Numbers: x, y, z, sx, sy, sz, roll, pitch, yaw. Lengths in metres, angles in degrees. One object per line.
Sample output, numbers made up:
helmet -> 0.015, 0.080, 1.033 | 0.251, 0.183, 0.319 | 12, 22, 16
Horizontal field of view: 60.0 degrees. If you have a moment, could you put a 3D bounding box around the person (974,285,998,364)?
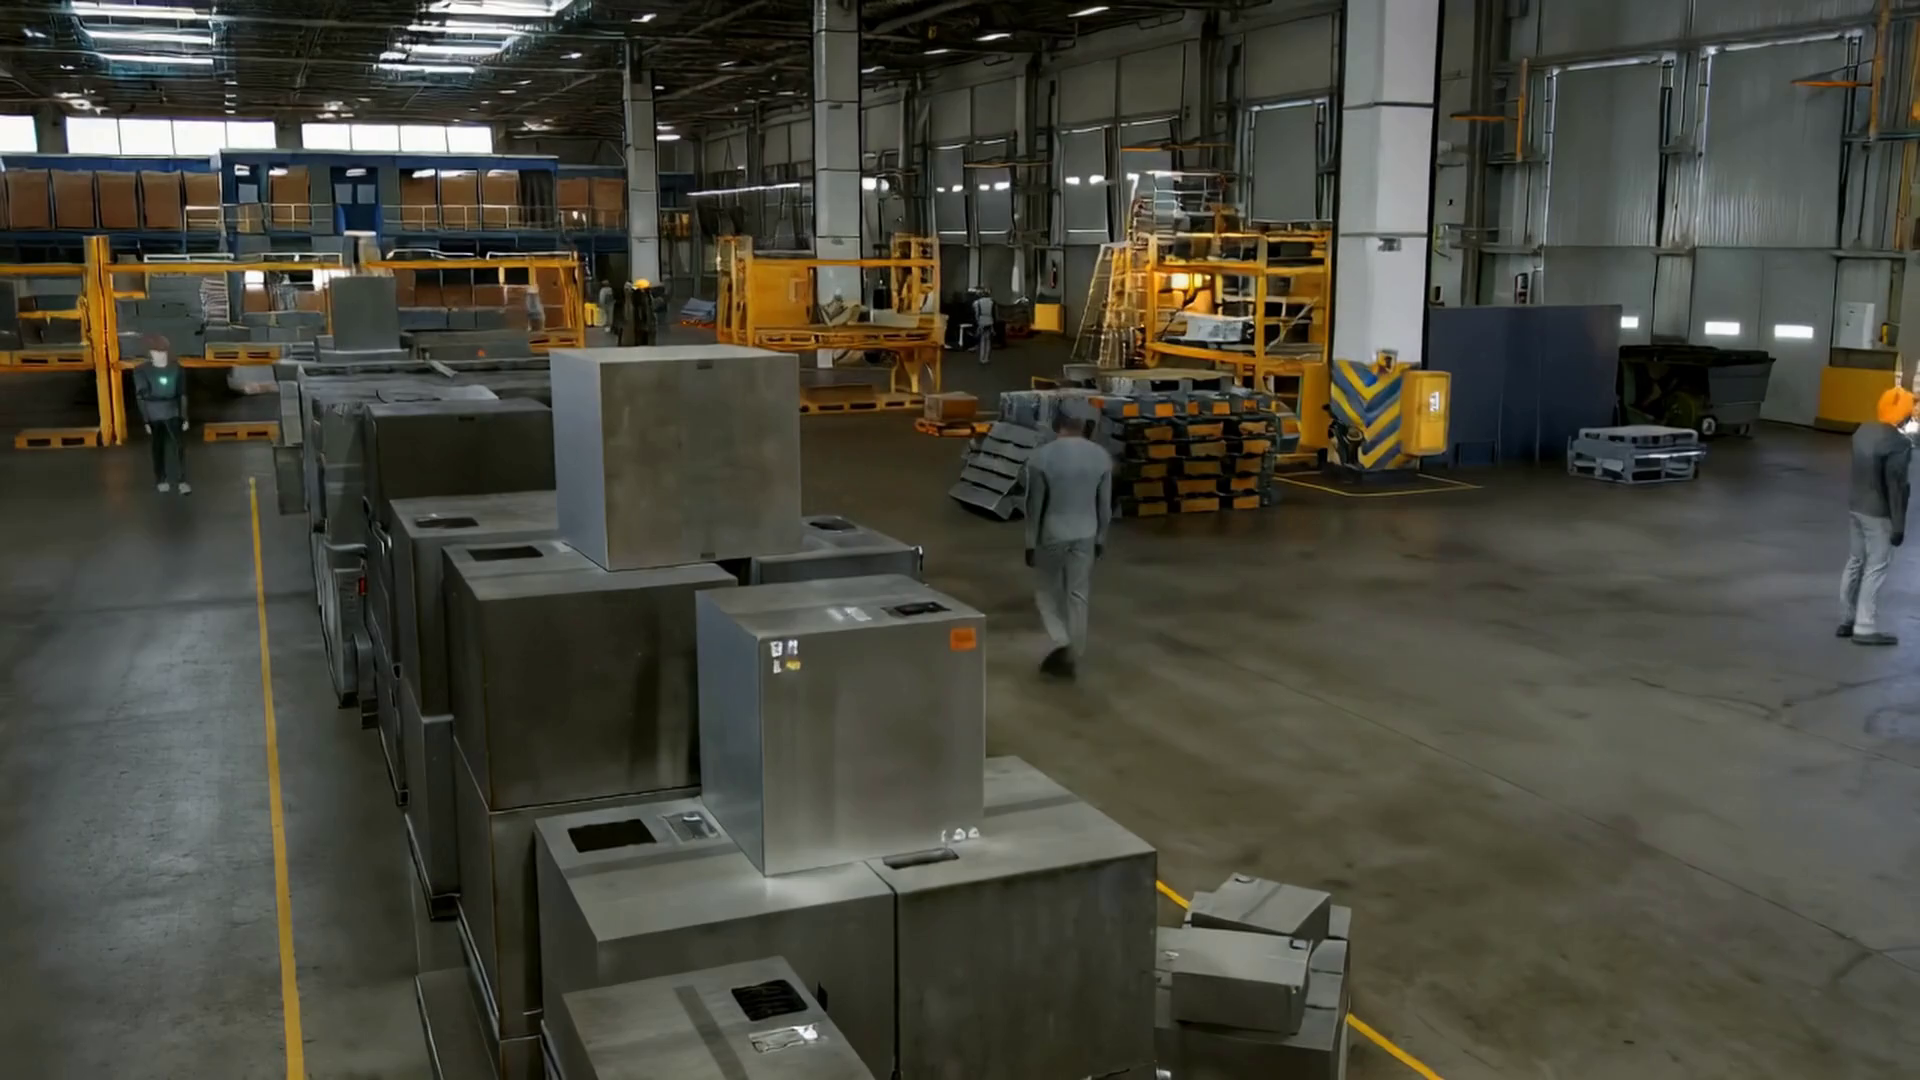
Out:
person -> 0.623, -5.175, 39.973 | 0.569, 1.881, 1.015 | 1, 10, 4

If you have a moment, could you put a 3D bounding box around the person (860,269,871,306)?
person -> -3.442, -8.740, 59.504 | 0.585, 1.921, 0.383 | -9, 14, -41

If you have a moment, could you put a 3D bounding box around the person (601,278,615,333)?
person -> -11.260, -7.484, 53.094 | 0.329, 1.748, 0.491 | 6, 12, 31

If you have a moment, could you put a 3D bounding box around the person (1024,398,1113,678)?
person -> 0.725, -0.004, 11.335 | 0.650, 1.928, 0.425 | -3, 11, -18

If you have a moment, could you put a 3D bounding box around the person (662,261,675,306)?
person -> -13.000, -11.424, 74.124 | 0.612, 1.986, 0.407 | -1, 10, -3

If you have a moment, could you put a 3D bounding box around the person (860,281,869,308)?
person -> -3.078, -6.991, 50.115 | 0.657, 1.830, 0.439 | -1, 10, -7

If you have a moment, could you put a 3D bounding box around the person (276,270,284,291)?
person -> -23.891, -8.533, 58.460 | 0.358, 1.884, 0.574 | -2, 11, -12

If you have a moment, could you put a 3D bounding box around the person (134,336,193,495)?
person -> -9.295, -1.448, 19.445 | 0.589, 1.862, 1.008 | -8, 13, -38

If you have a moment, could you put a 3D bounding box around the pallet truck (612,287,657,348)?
pallet truck -> -6.464, -4.406, 35.401 | 0.823, 1.965, 1.885 | 6, 12, 32

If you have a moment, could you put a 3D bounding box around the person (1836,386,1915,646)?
person -> 6.773, -0.170, 12.270 | 0.386, 1.927, 0.636 | 0, 10, -2

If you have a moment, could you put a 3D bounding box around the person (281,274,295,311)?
person -> -20.162, -7.004, 49.882 | 0.372, 1.940, 0.627 | -2, 10, -10

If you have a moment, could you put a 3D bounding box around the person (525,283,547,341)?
person -> -11.040, -5.755, 43.300 | 0.655, 1.830, 0.445 | 9, 13, 40
